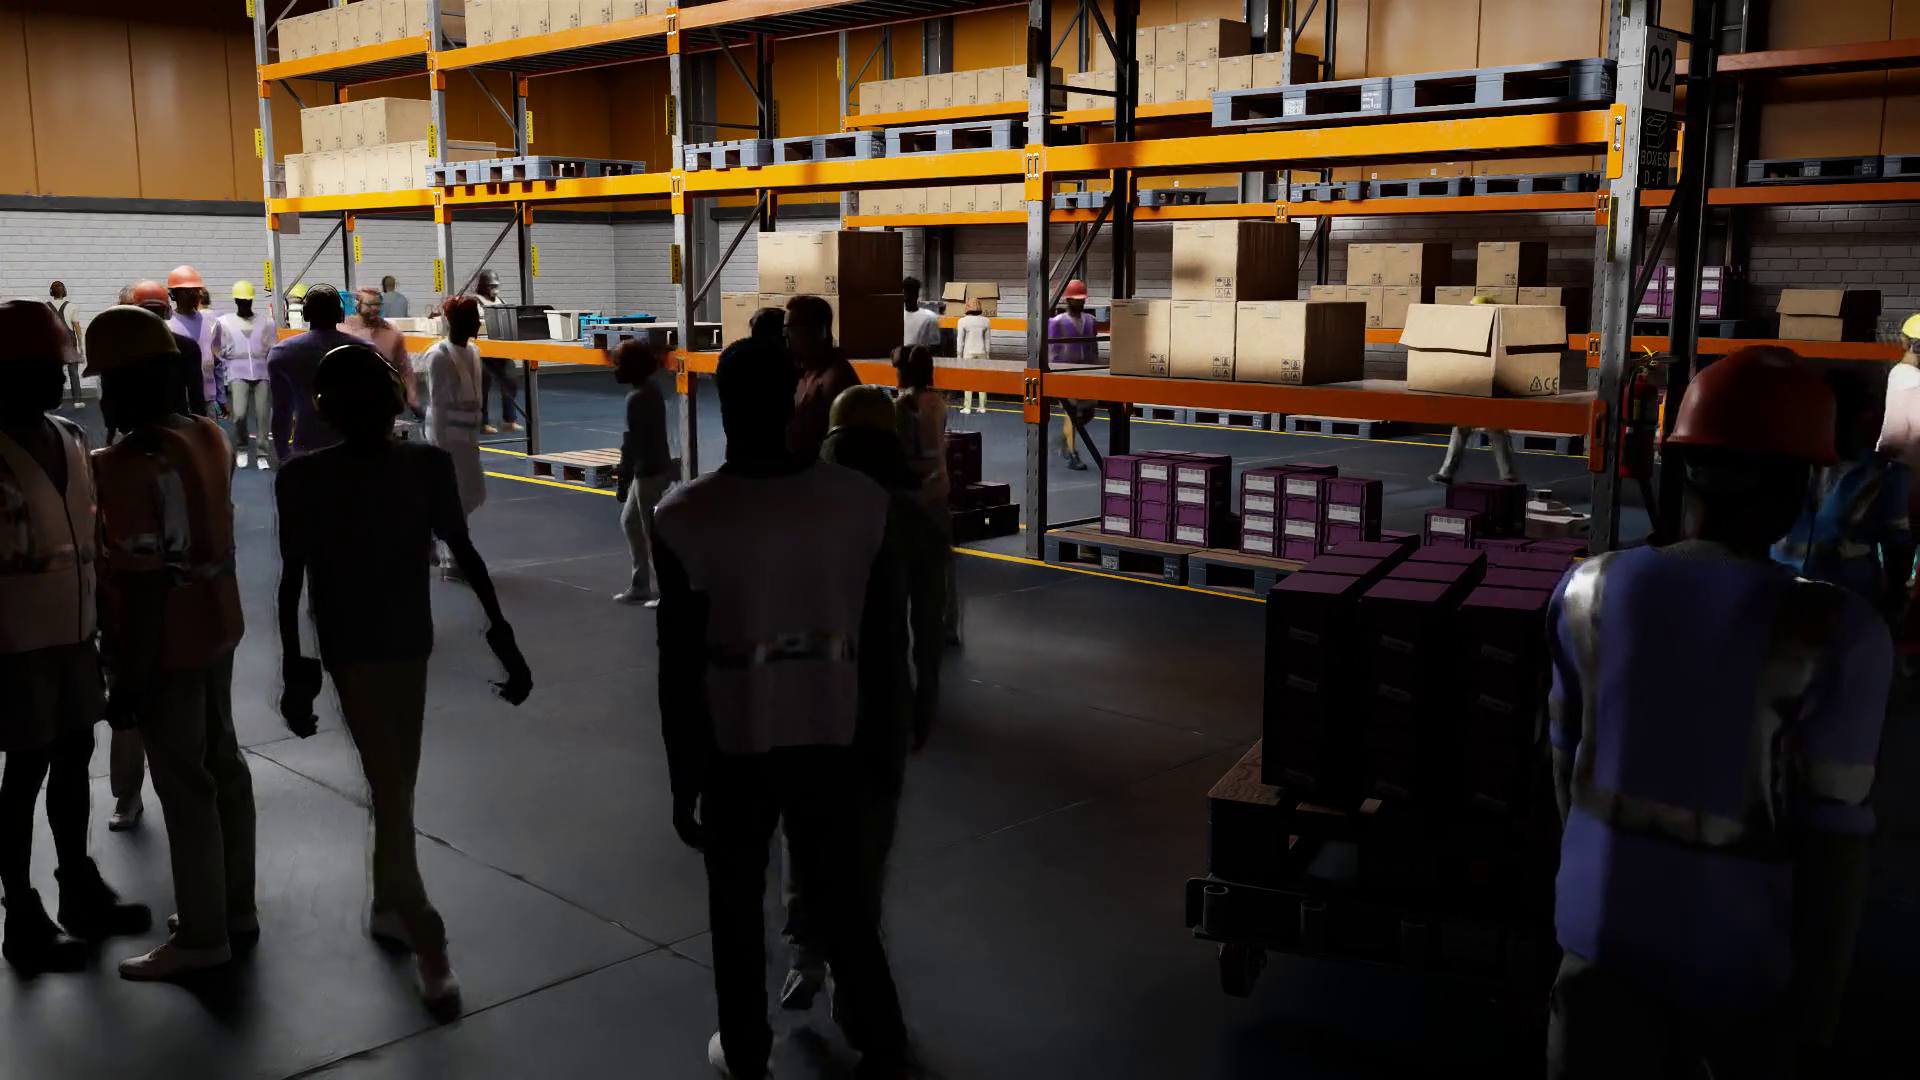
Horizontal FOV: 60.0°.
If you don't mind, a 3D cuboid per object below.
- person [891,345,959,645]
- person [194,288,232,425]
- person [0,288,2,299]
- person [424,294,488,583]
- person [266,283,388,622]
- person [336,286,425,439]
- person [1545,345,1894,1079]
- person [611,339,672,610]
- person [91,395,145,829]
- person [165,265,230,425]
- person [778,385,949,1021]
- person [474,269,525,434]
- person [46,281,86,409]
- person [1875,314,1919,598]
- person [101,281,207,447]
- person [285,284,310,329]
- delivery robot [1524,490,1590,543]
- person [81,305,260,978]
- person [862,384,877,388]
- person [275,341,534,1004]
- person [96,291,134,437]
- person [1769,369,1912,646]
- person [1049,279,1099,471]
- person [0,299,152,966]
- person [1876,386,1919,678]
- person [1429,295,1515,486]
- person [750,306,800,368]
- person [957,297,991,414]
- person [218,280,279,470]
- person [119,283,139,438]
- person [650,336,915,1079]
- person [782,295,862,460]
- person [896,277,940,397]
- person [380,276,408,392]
[{"bbox_3d":[-0.316,-0.246,9.009,0.784,1.604,0.545,6,11,33],"label":"person"},{"bbox_3d":[-8.435,-1.898,18.524,0.627,1.831,0.600,6,11,34],"label":"person"},{"bbox_3d":[-10.474,-1.888,18.098,1.027,1.939,0.625,4,10,25],"label":"person"},{"bbox_3d":[-3.324,-0.653,10.770,0.555,1.870,0.570,3,10,15],"label":"person"},{"bbox_3d":[-3.620,-0.499,9.580,0.636,1.938,0.358,-4,10,-23],"label":"person"},{"bbox_3d":[-4.728,-1.107,13.531,0.688,1.875,0.810,-9,13,-44],"label":"person"},{"bbox_3d":[1.250,0.631,2.776,0.555,1.890,0.925,9,13,44],"label":"person"},{"bbox_3d":[-1.912,-0.373,9.785,0.614,1.606,0.519,1,9,4],"label":"person"},{"bbox_3d":[-2.947,0.223,6.076,0.522,1.637,0.305,-4,10,-25],"label":"person"},{"bbox_3d":[-6.082,-1.140,13.181,0.369,2.048,0.607,6,11,32],"label":"person"},{"bbox_3d":[-0.292,0.444,4.477,0.527,1.706,0.447,-1,9,-6],"label":"person"},{"bbox_3d":[-5.660,-2.294,20.276,0.724,2.000,0.711,6,11,31],"label":"person"},{"bbox_3d":[-12.992,-2.818,24.091,0.512,1.845,0.340,-3,10,-20],"label":"person"},{"bbox_3d":[5.861,-0.498,10.151,0.566,1.750,0.543,4,10,24],"label":"person"},{"bbox_3d":[-5.413,-0.757,11.192,0.625,1.944,1.054,-5,10,-27],"label":"person"},{"bbox_3d":[-9.337,-2.711,23.532,0.598,1.815,0.630,2,9,11],"label":"person"},{"bbox_3d":[3.863,-0.091,11.025,0.477,0.478,0.707,-6,11,-33],"label":"delivery robot"},{"bbox_3d":[-2.274,0.294,4.778,0.383,1.920,0.585,0,9,1],"label":"person"},{"bbox_3d":[-1.430,-2.970,25.330,0.547,1.745,0.411,-4,10,-24],"label":"person"},{"bbox_3d":[-1.542,0.358,4.704,0.831,1.824,0.629,8,12,41],"label":"person"},{"bbox_3d":[-7.175,-1.262,14.604,0.660,1.823,0.595,-8,12,-40],"label":"person"},{"bbox_3d":[3.073,0.216,5.990,0.436,1.666,0.614,-9,13,-44],"label":"person"},{"bbox_3d":[1.137,-1.670,16.821,0.558,1.918,0.553,-5,10,-27],"label":"person"},{"bbox_3d":[-2.697,0.265,4.909,0.374,1.935,0.576,2,9,9],"label":"person"},{"bbox_3d":[4.766,-0.164,8.155,0.585,1.724,0.427,3,10,18],"label":"person"},{"bbox_3d":[4.765,-1.336,15.198,0.611,1.789,0.942,-5,11,-30],"label":"person"},{"bbox_3d":[-0.885,-0.190,7.980,0.429,1.846,0.627,2,9,11],"label":"person"},{"bbox_3d":[0.194,-2.579,23.302,0.497,1.625,0.280,-3,10,-19],"label":"person"},{"bbox_3d":[-7.127,-1.645,16.711,0.596,1.912,0.428,-5,11,-28],"label":"person"},{"bbox_3d":[-8.353,-1.669,16.938,0.643,1.896,0.964,-8,12,-40],"label":"person"},{"bbox_3d":[-0.382,0.477,3.822,0.591,1.881,0.860,-4,10,-24],"label":"person"},{"bbox_3d":[-0.680,-0.167,7.652,0.407,1.904,0.654,-4,10,-24],"label":"person"},{"bbox_3d":[-0.575,-1.852,17.912,0.628,1.927,0.932,4,10,21],"label":"person"},{"bbox_3d":[-9.277,-3.315,26.953,0.977,1.897,0.657,5,11,30],"label":"person"}]
